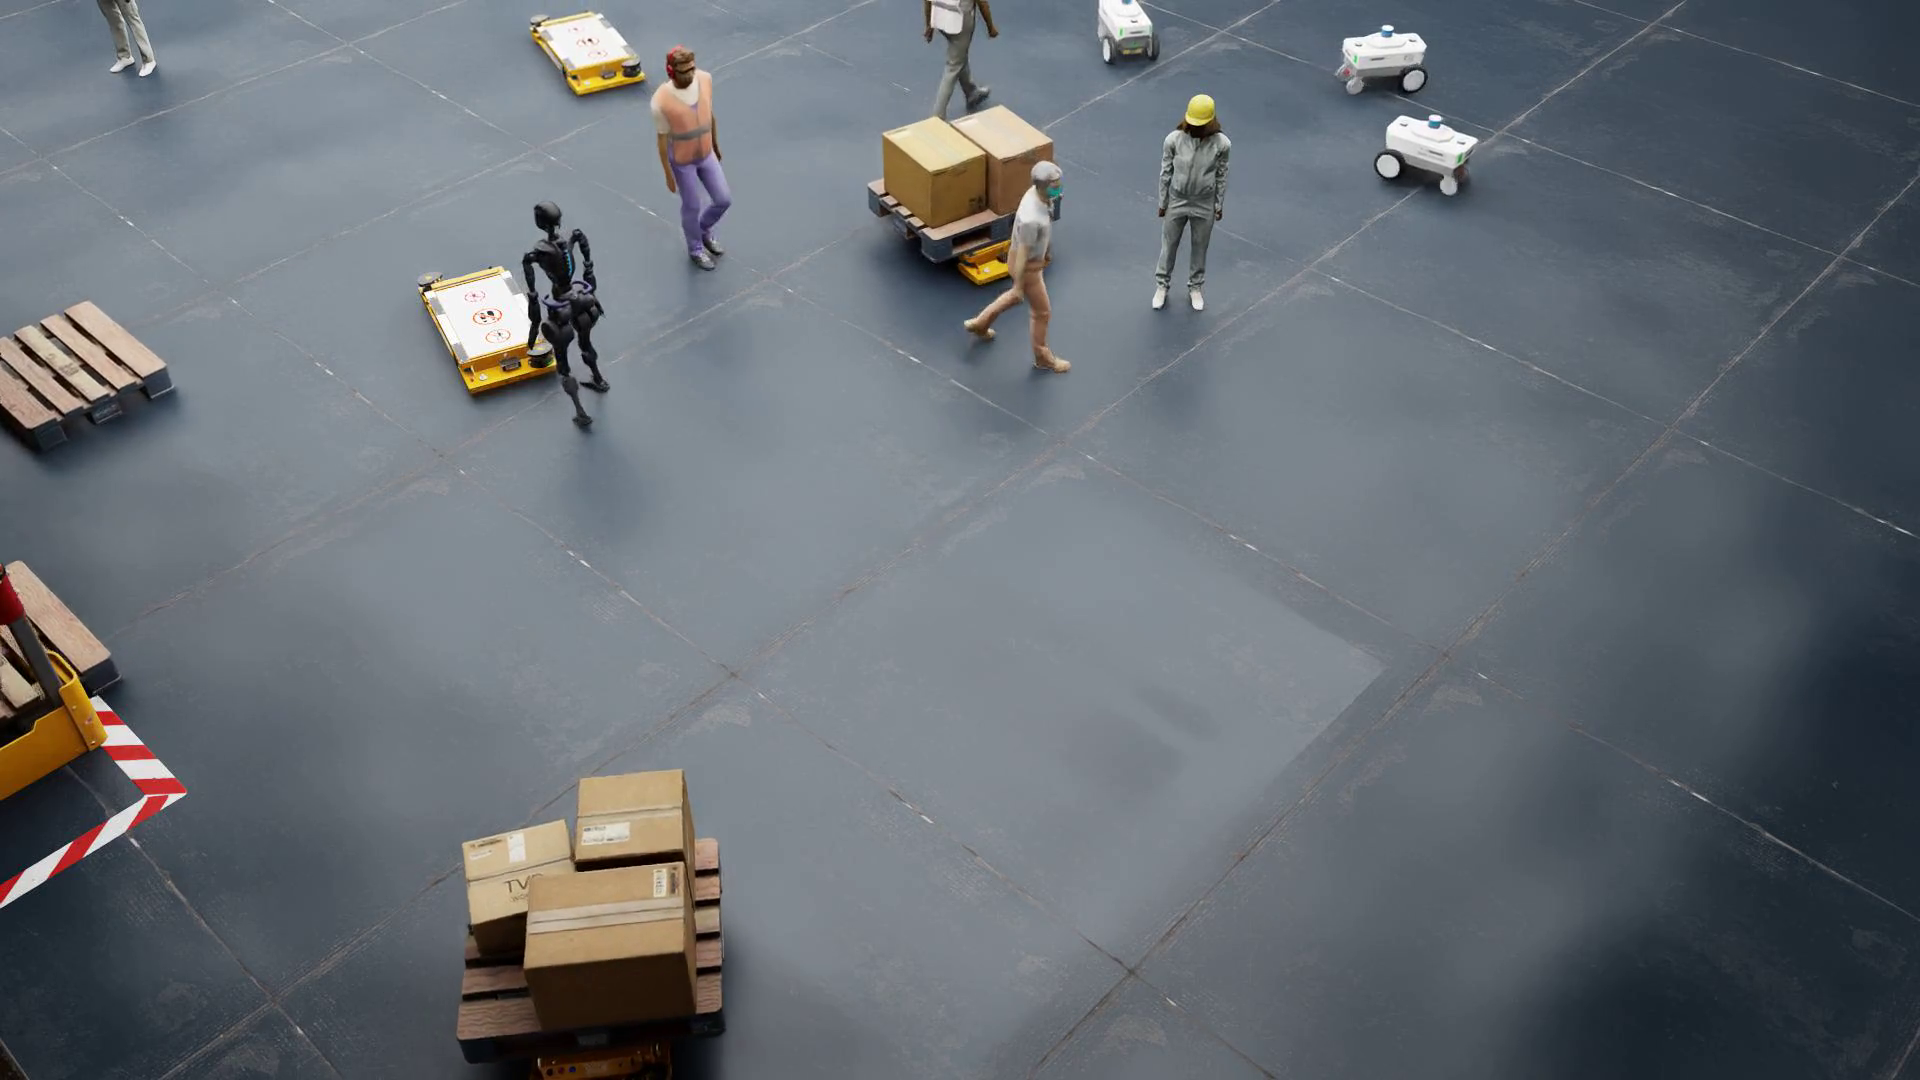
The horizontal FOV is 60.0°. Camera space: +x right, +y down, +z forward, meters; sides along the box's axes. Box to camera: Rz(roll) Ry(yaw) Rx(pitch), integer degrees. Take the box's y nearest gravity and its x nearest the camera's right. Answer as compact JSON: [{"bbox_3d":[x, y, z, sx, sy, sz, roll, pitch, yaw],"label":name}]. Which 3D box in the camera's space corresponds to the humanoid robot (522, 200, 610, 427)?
[{"bbox_3d":[-2.660,-1.548,11.223,0.490,1.640,0.609,28,49,28],"label":"humanoid robot"}]

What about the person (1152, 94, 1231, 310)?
[{"bbox_3d":[1.691,-2.457,12.155,0.489,1.740,0.320,4,42,4],"label":"person"}]

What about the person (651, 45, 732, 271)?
[{"bbox_3d":[-2.021,-2.877,12.560,0.473,1.824,0.586,31,50,30],"label":"person"}]

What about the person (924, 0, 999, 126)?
[{"bbox_3d":[-0.033,-4.443,14.330,0.577,1.790,0.963,32,51,30],"label":"person"}]

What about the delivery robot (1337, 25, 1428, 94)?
[{"bbox_3d":[3.883,-4.398,15.213,0.814,0.612,0.499,-7,42,-7],"label":"delivery robot"}]

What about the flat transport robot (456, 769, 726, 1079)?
[{"bbox_3d":[-1.752,2.136,8.152,0.659,0.231,1.431,-5,42,-5],"label":"flat transport robot"}]

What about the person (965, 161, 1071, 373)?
[{"bbox_3d":[0.404,-1.935,11.615,0.770,1.712,0.511,9,43,10],"label":"person"}]

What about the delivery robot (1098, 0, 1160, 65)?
[{"bbox_3d":[1.561,-4.862,15.714,0.499,0.592,0.795,-9,43,-10],"label":"delivery robot"}]

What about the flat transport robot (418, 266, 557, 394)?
[{"bbox_3d":[-3.509,-1.604,12.309,0.659,0.231,1.431,-19,45,-20],"label":"flat transport robot"}]

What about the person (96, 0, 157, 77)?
[{"bbox_3d":[-7.717,-5.020,15.079,0.514,1.639,0.309,13,44,14],"label":"person"}]

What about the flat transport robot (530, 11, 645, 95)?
[{"bbox_3d":[-3.524,-4.618,15.658,0.659,0.231,1.431,-20,46,-21],"label":"flat transport robot"}]

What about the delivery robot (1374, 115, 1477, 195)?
[{"bbox_3d":[3.931,-3.273,13.941,0.767,0.583,0.499,27,48,26],"label":"delivery robot"}]

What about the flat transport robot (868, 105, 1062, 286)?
[{"bbox_3d":[0.028,-2.526,13.333,0.659,0.231,1.431,-24,47,-24],"label":"flat transport robot"}]
